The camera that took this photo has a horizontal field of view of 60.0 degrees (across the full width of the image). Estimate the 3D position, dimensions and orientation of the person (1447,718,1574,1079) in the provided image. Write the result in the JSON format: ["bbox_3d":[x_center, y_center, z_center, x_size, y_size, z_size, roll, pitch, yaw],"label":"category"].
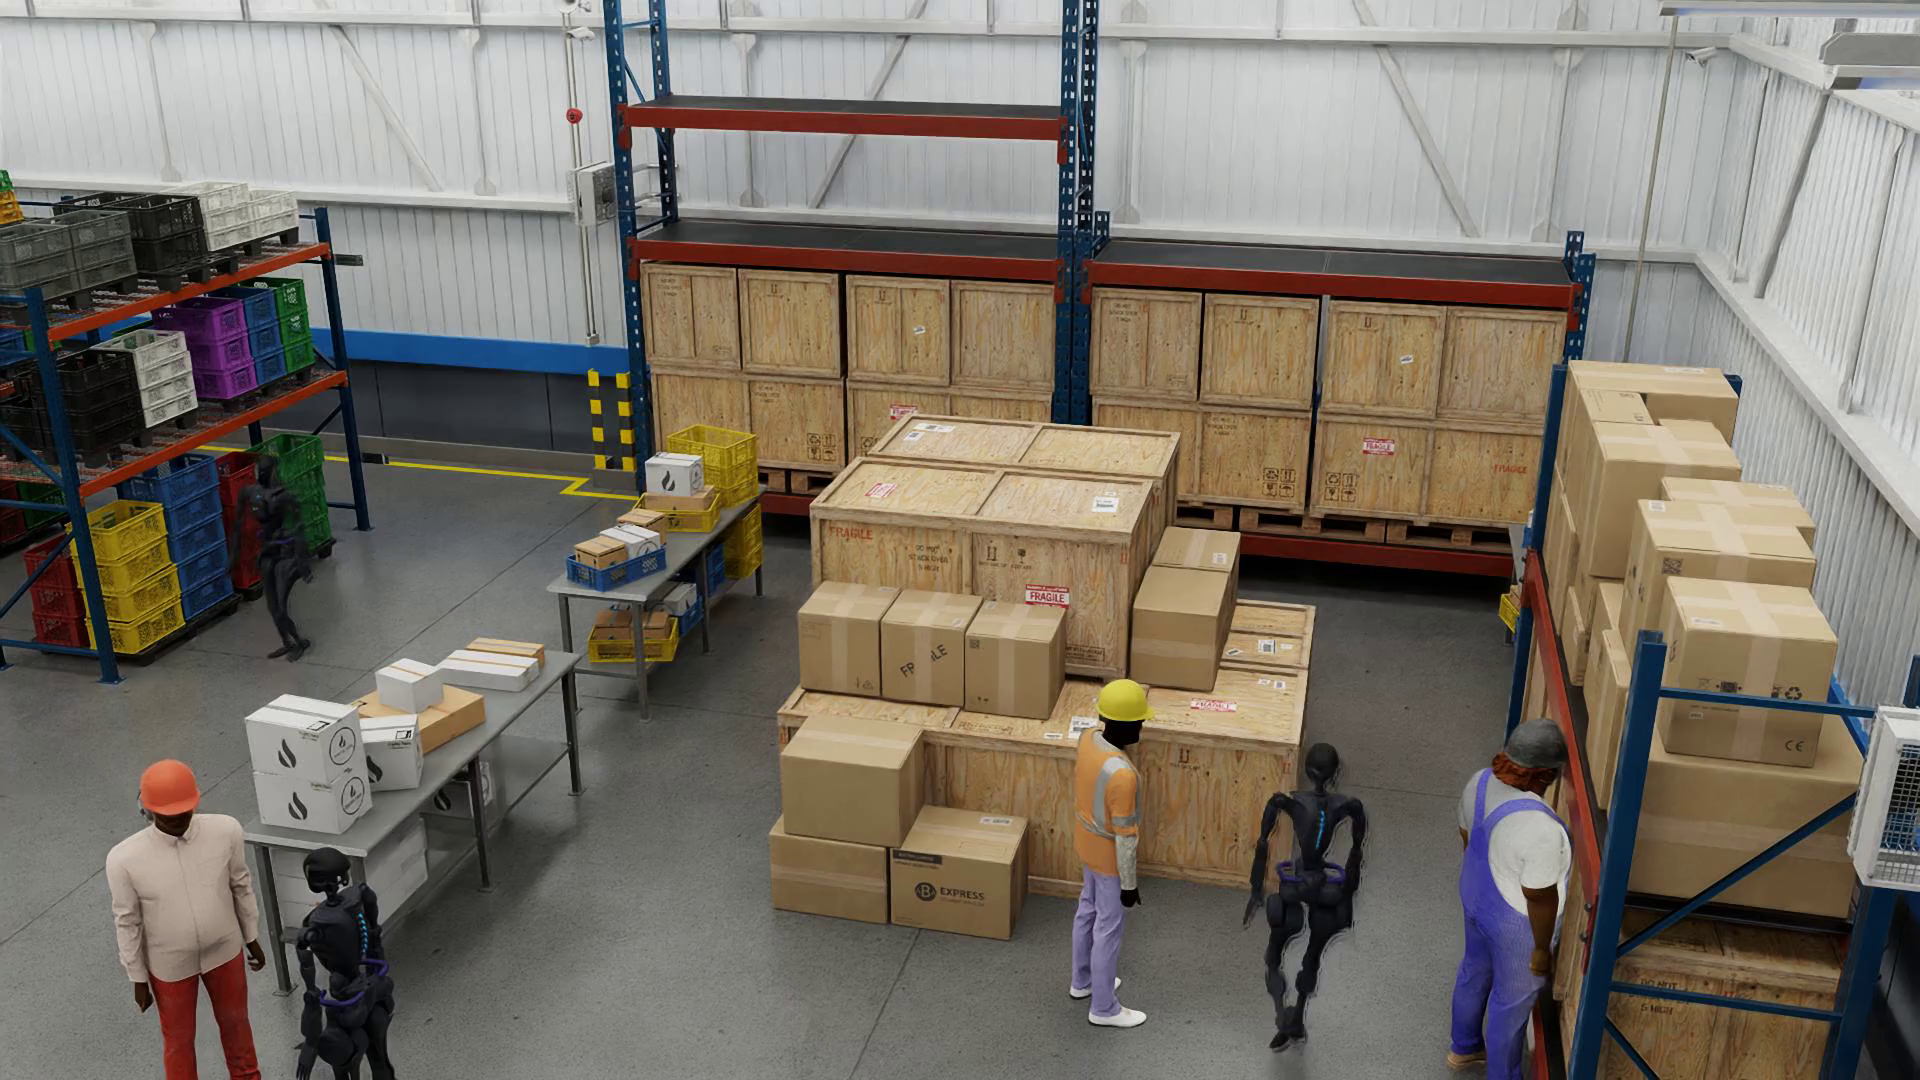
[{"bbox_3d":[2.677,1.762,7.957,0.537,2.000,0.681,-5,22,-13],"label":"person"}]

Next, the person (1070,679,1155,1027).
[{"bbox_3d":[0.783,1.594,8.554,0.379,1.924,0.592,-6,22,-16],"label":"person"}]

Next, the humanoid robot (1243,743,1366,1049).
[{"bbox_3d":[1.727,1.806,8.358,0.589,1.632,0.473,1,21,1],"label":"humanoid robot"}]

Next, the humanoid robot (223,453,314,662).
[{"bbox_3d":[-5.307,0.145,12.695,0.646,1.640,0.484,12,24,28],"label":"humanoid robot"}]

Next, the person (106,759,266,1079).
[{"bbox_3d":[-3.516,1.904,7.651,0.609,1.994,0.376,-18,27,-39],"label":"person"}]

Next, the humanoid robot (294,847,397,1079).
[{"bbox_3d":[-2.755,2.124,7.497,0.310,1.657,0.616,5,22,14],"label":"humanoid robot"}]
